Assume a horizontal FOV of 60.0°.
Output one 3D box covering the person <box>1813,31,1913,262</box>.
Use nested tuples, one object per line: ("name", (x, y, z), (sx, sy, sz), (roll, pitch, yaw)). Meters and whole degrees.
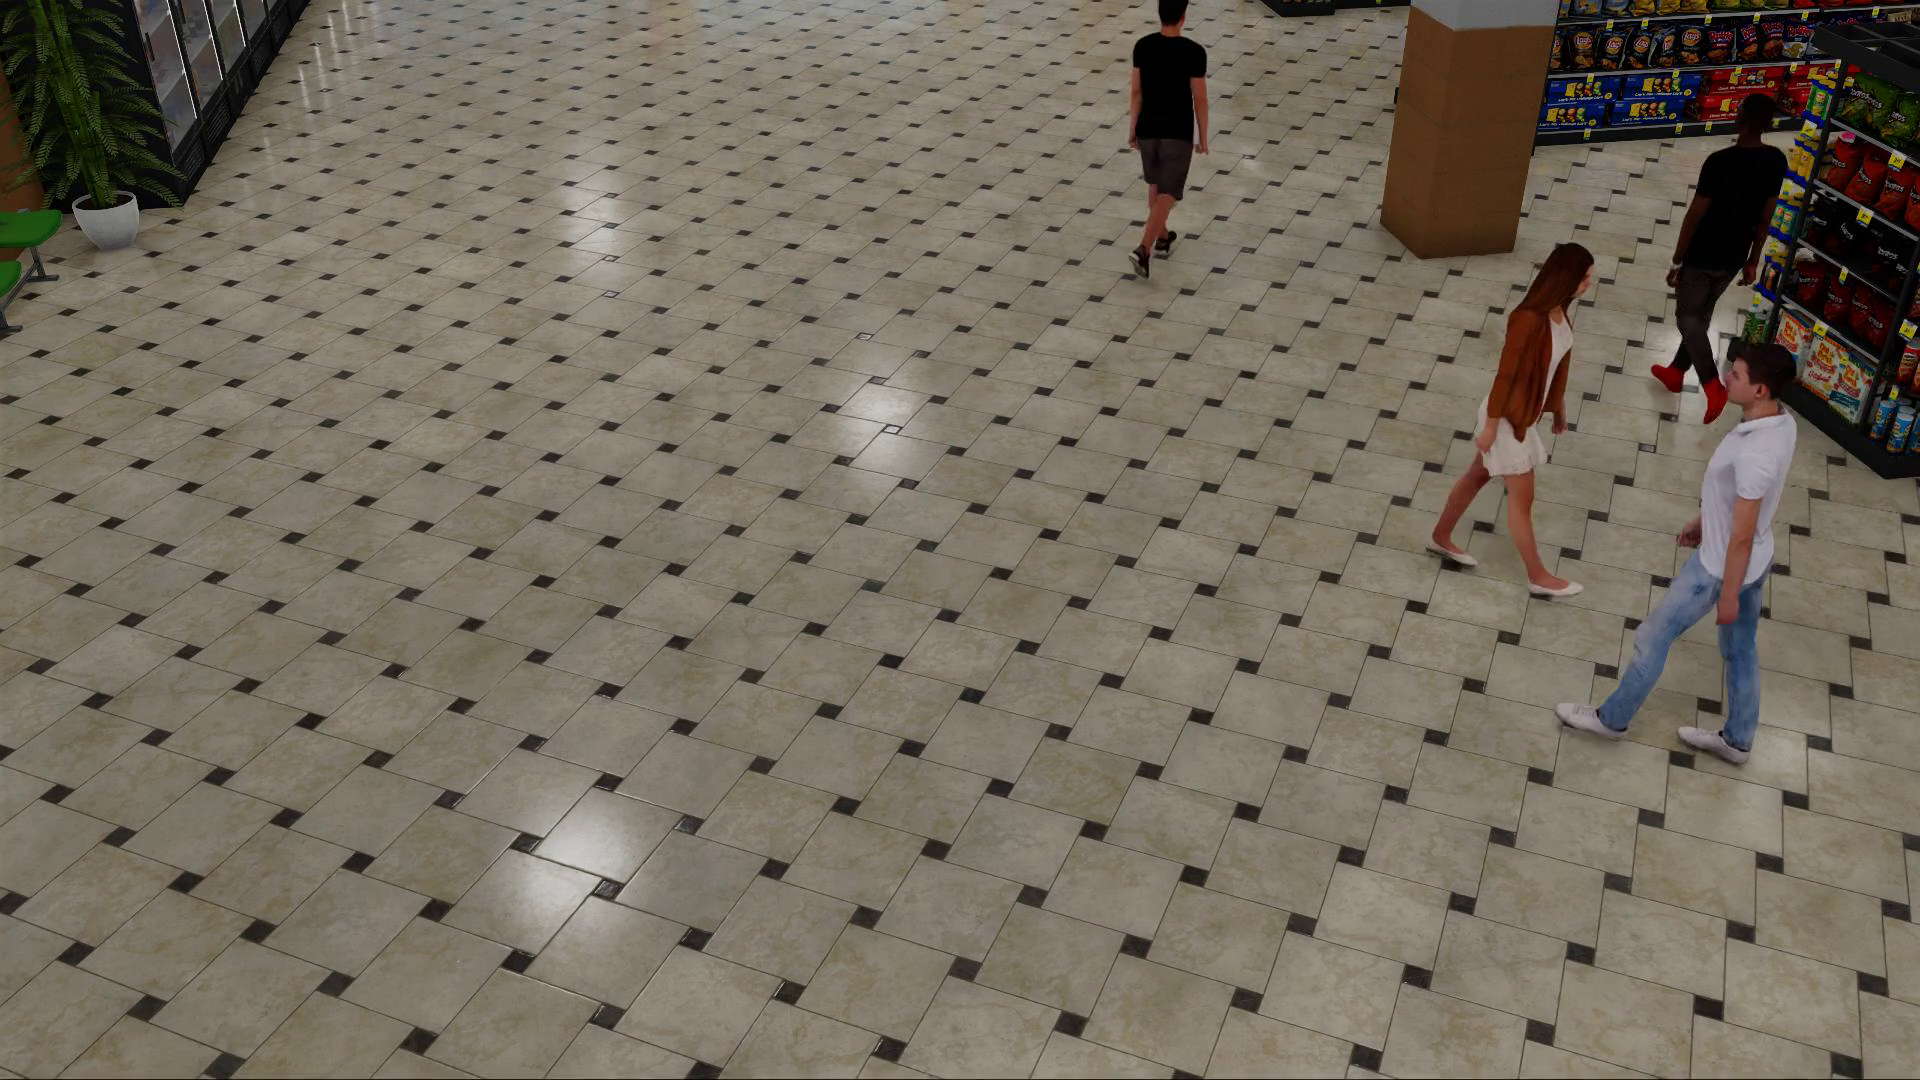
("person", (5.801, -2.393, 10.571), (1.044, 1.708, 0.710), (-12, 34, -19))

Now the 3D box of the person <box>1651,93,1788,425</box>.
("person", (4.174, -1.513, 9.084), (1.016, 1.784, 0.731), (-4, 32, -7))

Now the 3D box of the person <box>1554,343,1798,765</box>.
("person", (3.066, 0.124, 6.419), (1.095, 1.820, 1.039), (22, 38, 31))

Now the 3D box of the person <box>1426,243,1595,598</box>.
("person", (2.471, -0.587, 7.699), (1.093, 1.676, 1.048), (23, 39, 32))

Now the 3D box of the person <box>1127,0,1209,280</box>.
("person", (1.297, -2.615, 10.808), (1.206, 1.835, 1.184), (15, 35, 23))
